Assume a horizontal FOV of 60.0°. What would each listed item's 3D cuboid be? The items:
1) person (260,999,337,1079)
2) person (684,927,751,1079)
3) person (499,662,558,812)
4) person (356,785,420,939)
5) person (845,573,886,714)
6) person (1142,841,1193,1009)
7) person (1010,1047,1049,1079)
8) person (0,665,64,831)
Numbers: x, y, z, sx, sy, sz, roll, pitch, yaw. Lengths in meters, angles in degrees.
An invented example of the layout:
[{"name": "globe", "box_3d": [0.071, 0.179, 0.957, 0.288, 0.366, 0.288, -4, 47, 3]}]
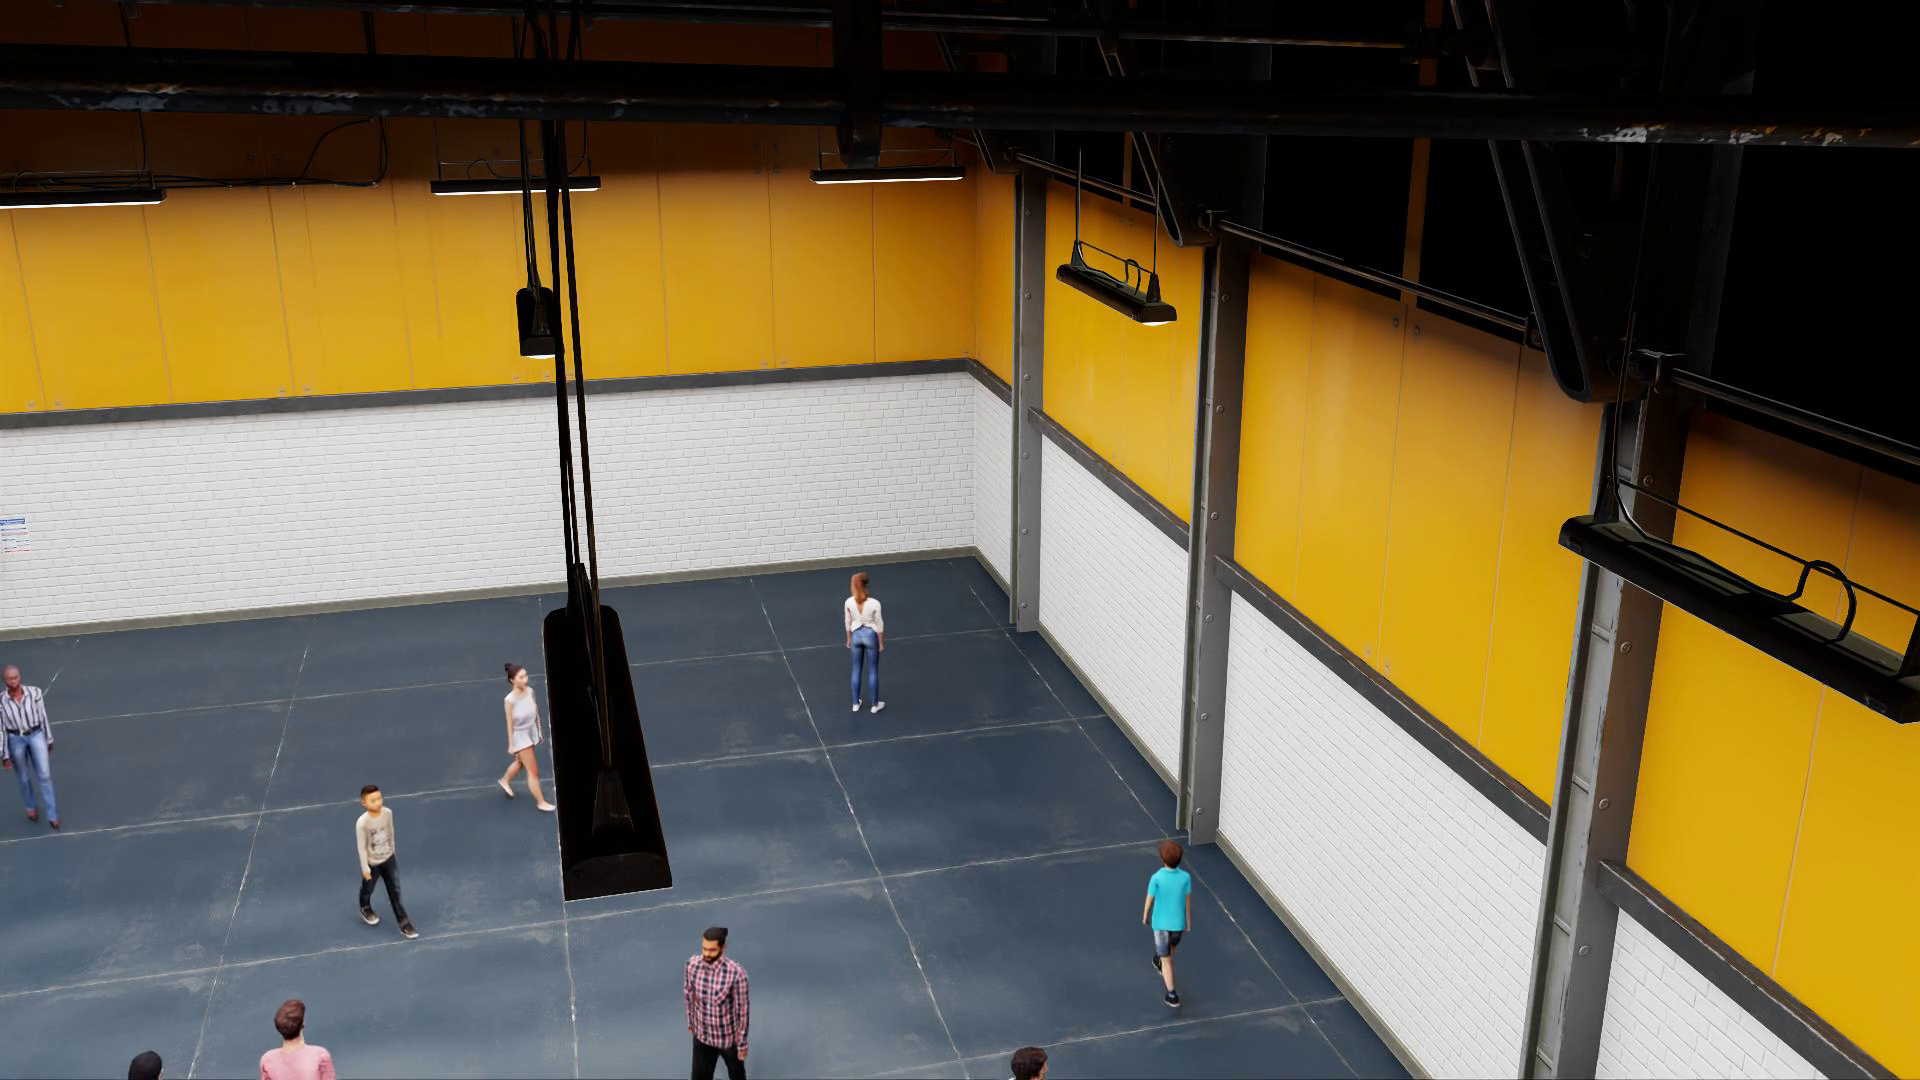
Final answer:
[{"name": "person", "box_3d": [-4.348, 3.996, 11.044, 0.673, 1.949, 0.615, -3, 19, -9]}, {"name": "person", "box_3d": [-1.771, 3.636, 12.447, 1.000, 1.735, 1.111, 5, 19, 14]}, {"name": "person", "box_3d": [-4.626, 2.052, 17.400, 1.046, 1.575, 1.030, 8, 20, 24]}, {"name": "person", "box_3d": [-5.341, 2.896, 15.121, 1.067, 1.431, 0.922, 14, 23, 36]}, {"name": "person", "box_3d": [-1.132, 1.207, 19.682, 0.685, 1.722, 0.680, 4, 19, 13]}, {"name": "person", "box_3d": [1.789, 3.257, 14.071, 0.565, 1.417, 0.991, -4, 19, -11]}, {"name": "person", "box_3d": [0.371, 4.131, 10.687, 0.801, 1.921, 0.650, -8, 20, -23]}, {"name": "person", "box_3d": [-9.574, 2.089, 17.005, 0.960, 1.759, 1.186, -15, 24, -37]}]
